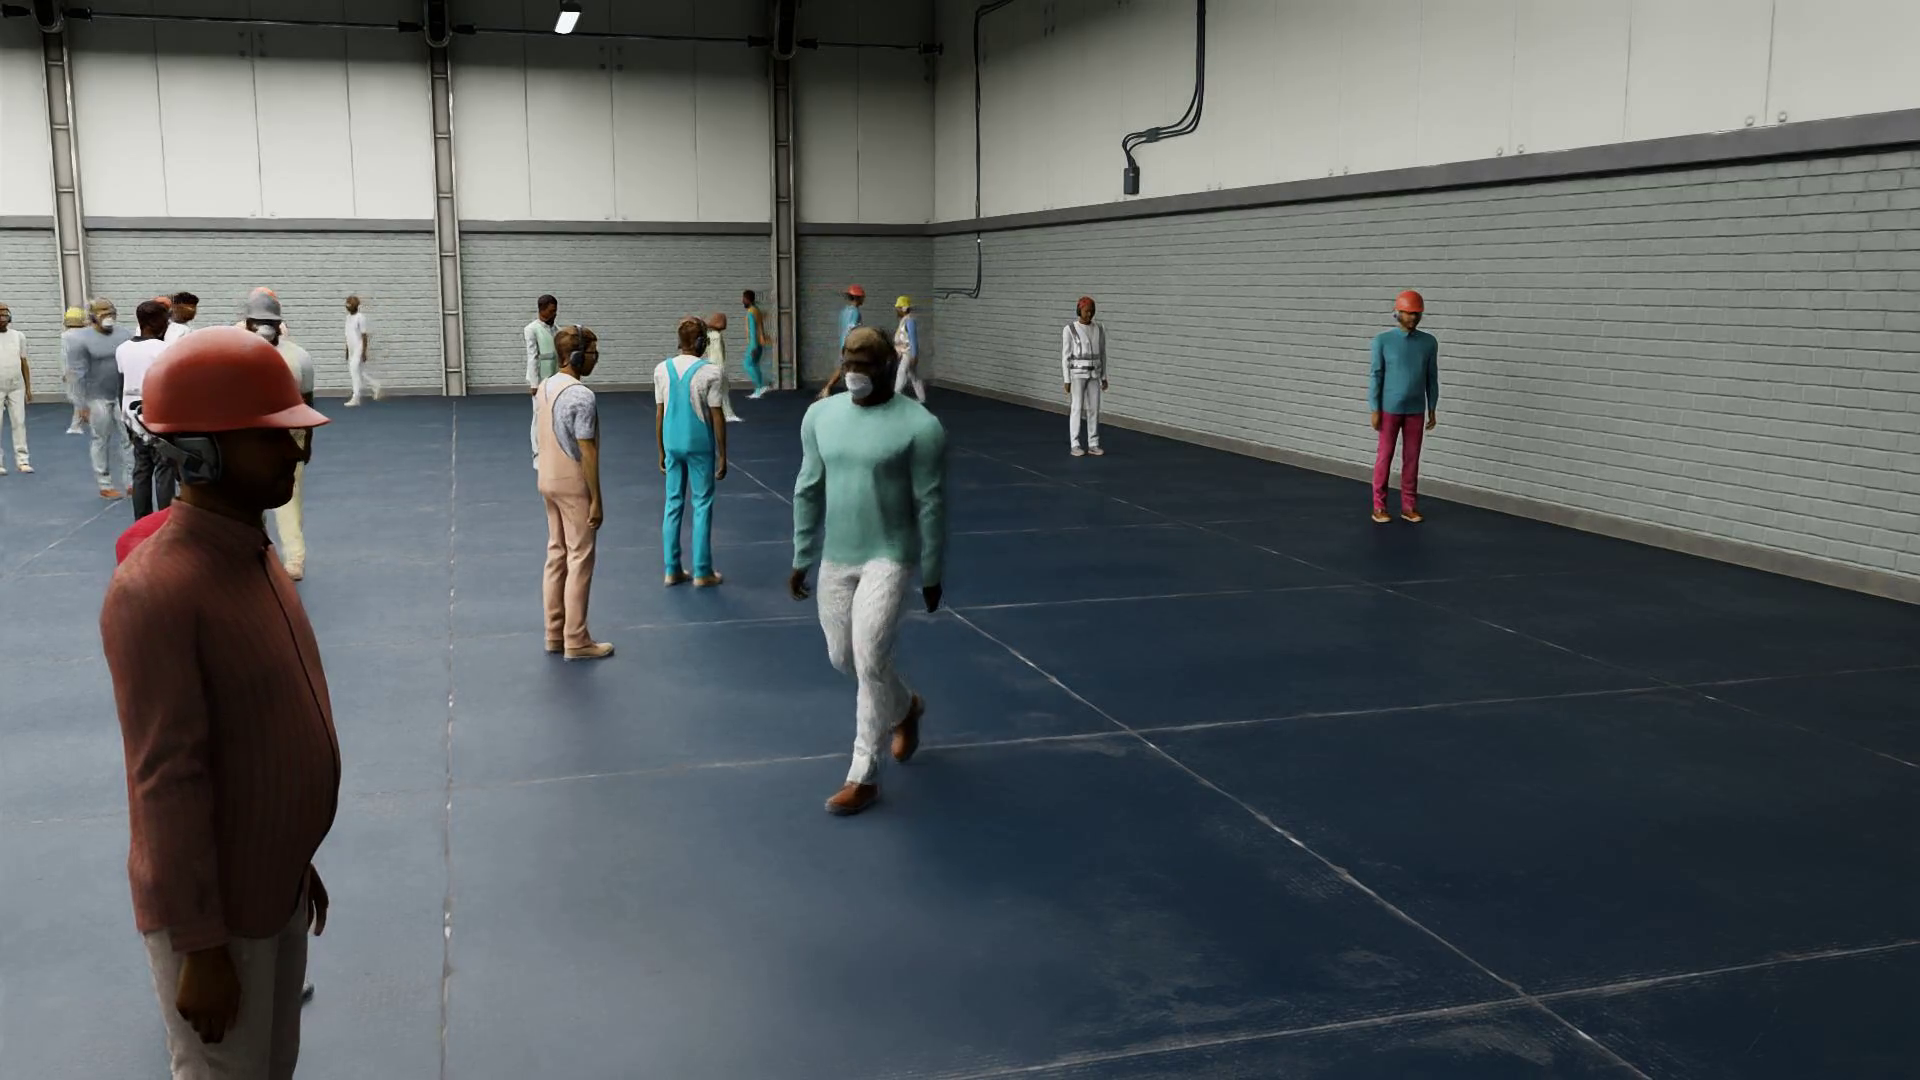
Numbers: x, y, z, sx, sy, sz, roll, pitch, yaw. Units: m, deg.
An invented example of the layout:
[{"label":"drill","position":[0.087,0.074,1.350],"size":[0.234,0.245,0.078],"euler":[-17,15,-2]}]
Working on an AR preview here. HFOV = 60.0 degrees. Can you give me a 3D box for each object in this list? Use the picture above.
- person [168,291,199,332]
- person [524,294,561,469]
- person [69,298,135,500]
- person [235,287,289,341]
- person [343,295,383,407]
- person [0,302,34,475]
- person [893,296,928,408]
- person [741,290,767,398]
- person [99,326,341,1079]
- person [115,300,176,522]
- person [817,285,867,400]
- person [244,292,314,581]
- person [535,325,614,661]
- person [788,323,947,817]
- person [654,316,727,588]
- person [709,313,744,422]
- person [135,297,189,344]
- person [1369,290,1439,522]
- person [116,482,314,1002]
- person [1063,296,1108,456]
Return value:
[{"label":"person","position":[-8.879,-1.875,19.073],"size":[0.598,1.937,0.633],"euler":[1,9,6]},{"label":"person","position":[-4.545,-1.731,18.255],"size":[0.393,1.915,0.591],"euler":[3,9,16]},{"label":"person","position":[-7.889,-1.291,15.486],"size":[0.753,1.902,0.660],"euler":[7,11,36]},{"label":"person","position":[-7.500,-1.727,17.970],"size":[0.623,1.992,0.396],"euler":[1,9,5]},{"label":"person","position":[-9.844,-3.107,27.303],"size":[0.518,1.831,0.677],"euler":[8,12,43]},{"label":"person","position":[-10.170,-1.606,17.709],"size":[0.339,1.838,0.507],"euler":[8,12,40]},{"label":"person","position":[-0.906,-2.967,26.485],"size":[0.877,1.799,0.625],"euler":[-2,9,-9]},{"label":"person","position":[-3.595,-3.401,28.964],"size":[0.453,1.898,0.595],"euler":[1,9,7]},{"label":"person","position":[-1.281,0.621,2.988],"size":[0.378,1.996,0.610],"euler":[-1,9,-8]},{"label":"person","position":[-6.296,-0.901,12.963],"size":[0.590,1.913,0.398],"euler":[4,10,23]},{"label":"person","position":[-1.826,-3.156,27.090],"size":[1.010,2.007,0.620],"euler":[-3,9,-19]},{"label":"person","position":[-4.891,-0.768,11.708],"size":[0.680,2.000,1.008],"euler":[-4,10,-22]},{"label":"person","position":[-2.107,-0.250,9.076],"size":[0.359,1.834,0.517],"euler":[-9,12,-43]},{"label":"person","position":[-0.335,0.081,6.702],"size":[0.629,1.912,0.848],"euler":[5,10,28]},{"label":"person","position":[-1.808,-0.586,11.216],"size":[0.518,1.835,0.352],"euler":[3,9,17]},{"label":"person","position":[-3.560,-2.497,24.129],"size":[0.733,1.605,0.508],"euler":[-1,9,-9]},{"label":"person","position":[-8.940,-1.790,18.725],"size":[0.583,1.881,0.337],"euler":[-7,11,-36]},{"label":"person","position":[3.798,-1.132,14.219],"size":[0.618,1.988,0.404],"euler":[-2,9,-10]},{"label":"person","position":[-2.071,0.485,4.674],"size":[0.573,1.740,0.355],"euler":[4,10,26]},{"label":"person","position":[1.476,-1.924,19.613],"size":[0.586,1.879,0.374],"euler":[-5,10,-28]}]
